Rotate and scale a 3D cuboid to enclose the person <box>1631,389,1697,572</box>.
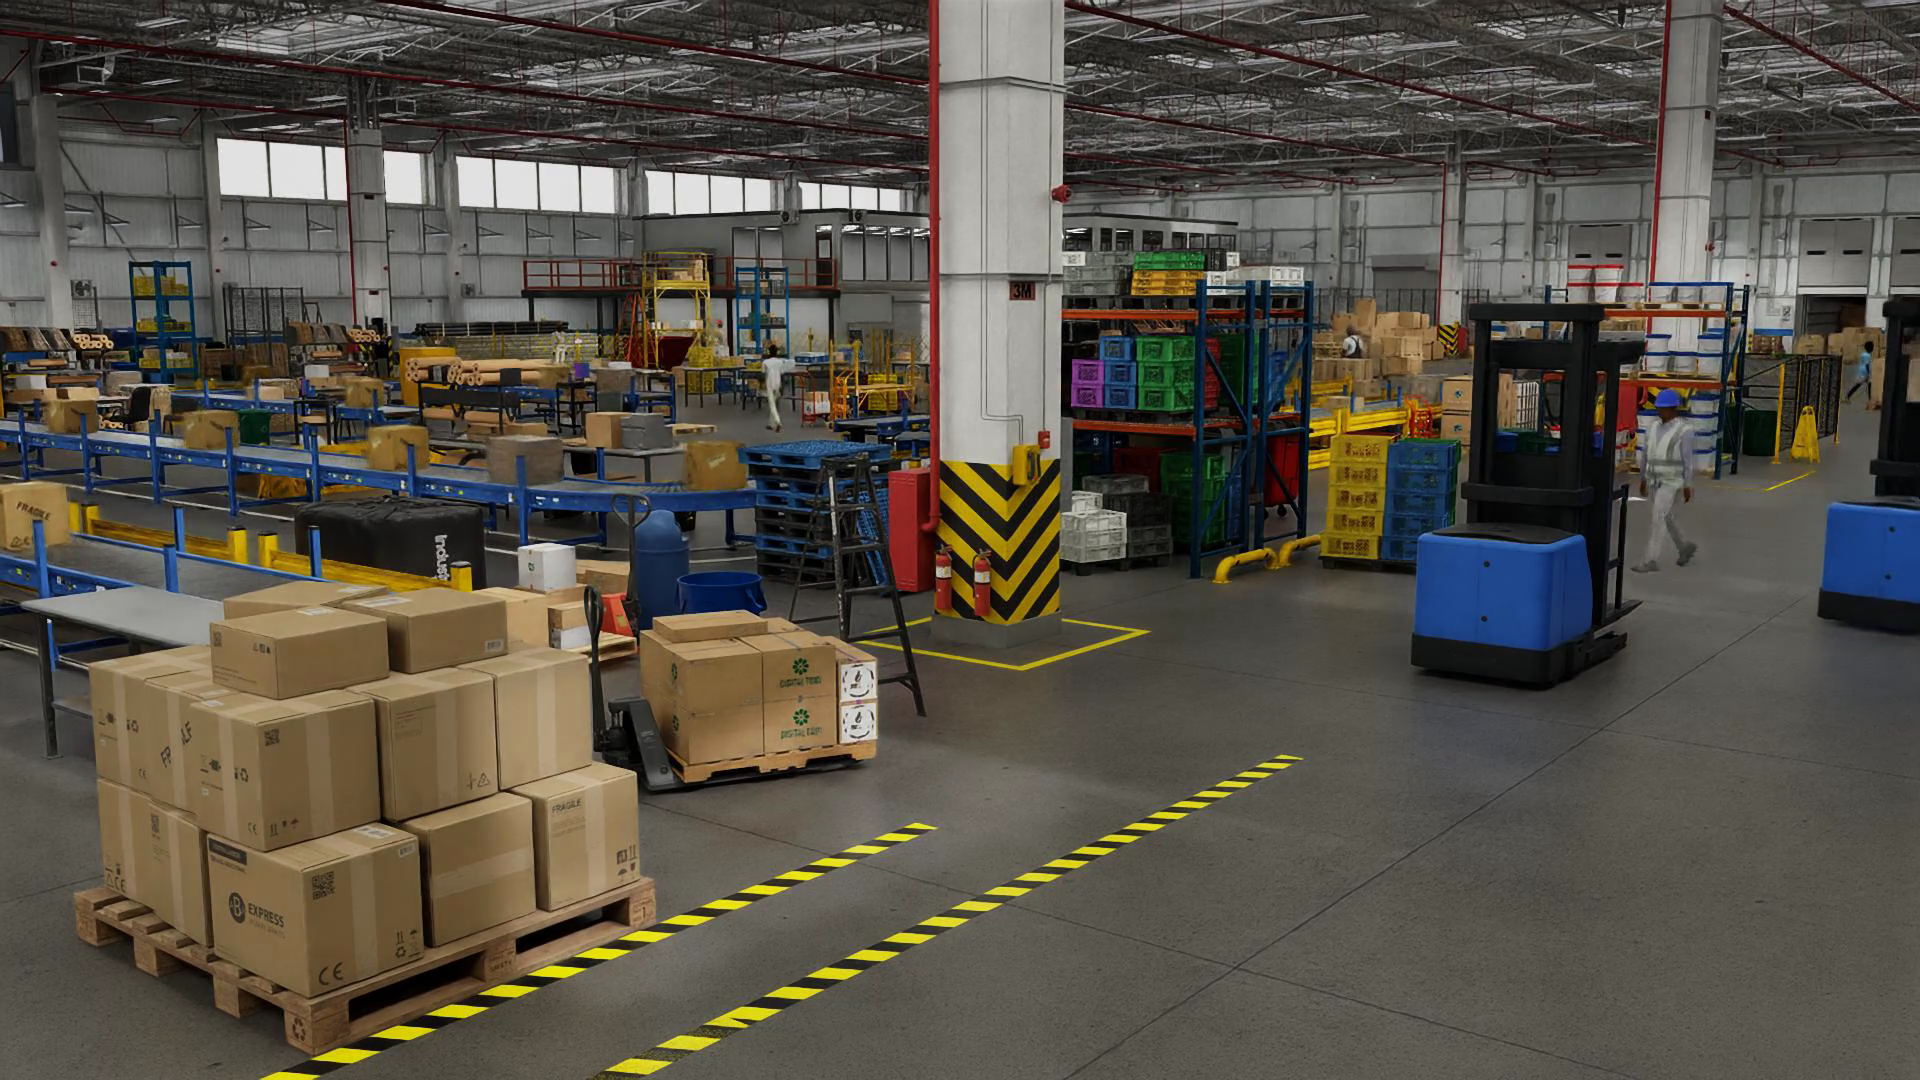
[{"bbox_3d":[7.429,-0.629,17.387,0.878,1.925,0.628,-3,9,-21],"label":"person"}]

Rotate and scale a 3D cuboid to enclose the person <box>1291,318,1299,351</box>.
[{"bbox_3d":[16.935,-10.402,83.979,0.317,1.698,0.540,6,11,37],"label":"person"}]

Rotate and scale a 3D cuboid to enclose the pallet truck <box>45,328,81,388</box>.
[{"bbox_3d":[-23.775,-4.544,43.495,1.885,1.965,0.823,6,10,35],"label":"pallet truck"}]

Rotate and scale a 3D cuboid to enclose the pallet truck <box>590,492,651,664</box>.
[{"bbox_3d":[-3.115,0.344,12.883,0.653,1.274,1.630,7,11,37],"label":"pallet truck"}]

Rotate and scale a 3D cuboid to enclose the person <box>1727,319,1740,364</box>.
[{"bbox_3d":[31.456,-8.054,67.575,0.601,1.880,1.004,-4,9,-25],"label":"person"}]

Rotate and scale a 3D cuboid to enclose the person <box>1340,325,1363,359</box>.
[{"bbox_3d":[11.082,-5.166,47.538,0.706,2.000,0.999,-7,11,-40],"label":"person"}]

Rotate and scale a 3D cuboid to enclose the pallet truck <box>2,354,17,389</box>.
[{"bbox_3d":[-24.881,-4.417,42.634,1.885,1.965,0.823,8,11,41],"label":"pallet truck"}]

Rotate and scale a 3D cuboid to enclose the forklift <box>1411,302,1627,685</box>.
[{"bbox_3d":[4.379,-0.438,12.852,1.129,2.768,1.873,7,11,37],"label":"forklift"}]

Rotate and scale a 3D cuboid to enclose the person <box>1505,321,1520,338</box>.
[{"bbox_3d":[24.224,-8.893,72.929,0.636,1.965,0.760,5,10,30],"label":"person"}]

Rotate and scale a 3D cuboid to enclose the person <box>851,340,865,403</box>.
[{"bbox_3d":[-2.694,-4.211,42.112,0.824,1.736,0.522,-1,8,-7],"label":"person"}]

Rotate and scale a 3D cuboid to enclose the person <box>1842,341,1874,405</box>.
[{"bbox_3d":[23.409,-4.327,43.137,0.849,1.663,0.525,6,11,37],"label":"person"}]

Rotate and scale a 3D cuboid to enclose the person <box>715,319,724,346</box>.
[{"bbox_3d":[-9.425,-7.723,65.340,1.026,1.882,0.550,3,9,21],"label":"person"}]

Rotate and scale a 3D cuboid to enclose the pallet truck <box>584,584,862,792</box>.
[{"bbox_3d":[-1.426,0.805,10.019,1.601,1.201,0.680,-4,9,-26],"label":"pallet truck"}]

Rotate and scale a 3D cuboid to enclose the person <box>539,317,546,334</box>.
[{"bbox_3d":[-17.222,-8.275,68.884,0.382,1.924,0.594,6,11,37],"label":"person"}]

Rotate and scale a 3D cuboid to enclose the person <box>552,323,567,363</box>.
[{"bbox_3d":[-13.738,-6.504,57.085,0.337,1.881,0.584,6,11,37],"label":"person"}]

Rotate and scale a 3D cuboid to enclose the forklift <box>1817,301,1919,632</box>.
[{"bbox_3d":[8.500,-0.686,14.522,1.873,2.768,1.129,-7,11,-40],"label":"forklift"}]

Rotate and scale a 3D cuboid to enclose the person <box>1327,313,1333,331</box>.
[{"bbox_3d":[18.848,-10.518,84.143,0.567,1.885,0.984,2,9,14],"label":"person"}]

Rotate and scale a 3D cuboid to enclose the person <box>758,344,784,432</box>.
[{"bbox_3d":[-3.906,-3.173,34.796,0.525,1.841,0.884,-6,10,-33],"label":"person"}]
